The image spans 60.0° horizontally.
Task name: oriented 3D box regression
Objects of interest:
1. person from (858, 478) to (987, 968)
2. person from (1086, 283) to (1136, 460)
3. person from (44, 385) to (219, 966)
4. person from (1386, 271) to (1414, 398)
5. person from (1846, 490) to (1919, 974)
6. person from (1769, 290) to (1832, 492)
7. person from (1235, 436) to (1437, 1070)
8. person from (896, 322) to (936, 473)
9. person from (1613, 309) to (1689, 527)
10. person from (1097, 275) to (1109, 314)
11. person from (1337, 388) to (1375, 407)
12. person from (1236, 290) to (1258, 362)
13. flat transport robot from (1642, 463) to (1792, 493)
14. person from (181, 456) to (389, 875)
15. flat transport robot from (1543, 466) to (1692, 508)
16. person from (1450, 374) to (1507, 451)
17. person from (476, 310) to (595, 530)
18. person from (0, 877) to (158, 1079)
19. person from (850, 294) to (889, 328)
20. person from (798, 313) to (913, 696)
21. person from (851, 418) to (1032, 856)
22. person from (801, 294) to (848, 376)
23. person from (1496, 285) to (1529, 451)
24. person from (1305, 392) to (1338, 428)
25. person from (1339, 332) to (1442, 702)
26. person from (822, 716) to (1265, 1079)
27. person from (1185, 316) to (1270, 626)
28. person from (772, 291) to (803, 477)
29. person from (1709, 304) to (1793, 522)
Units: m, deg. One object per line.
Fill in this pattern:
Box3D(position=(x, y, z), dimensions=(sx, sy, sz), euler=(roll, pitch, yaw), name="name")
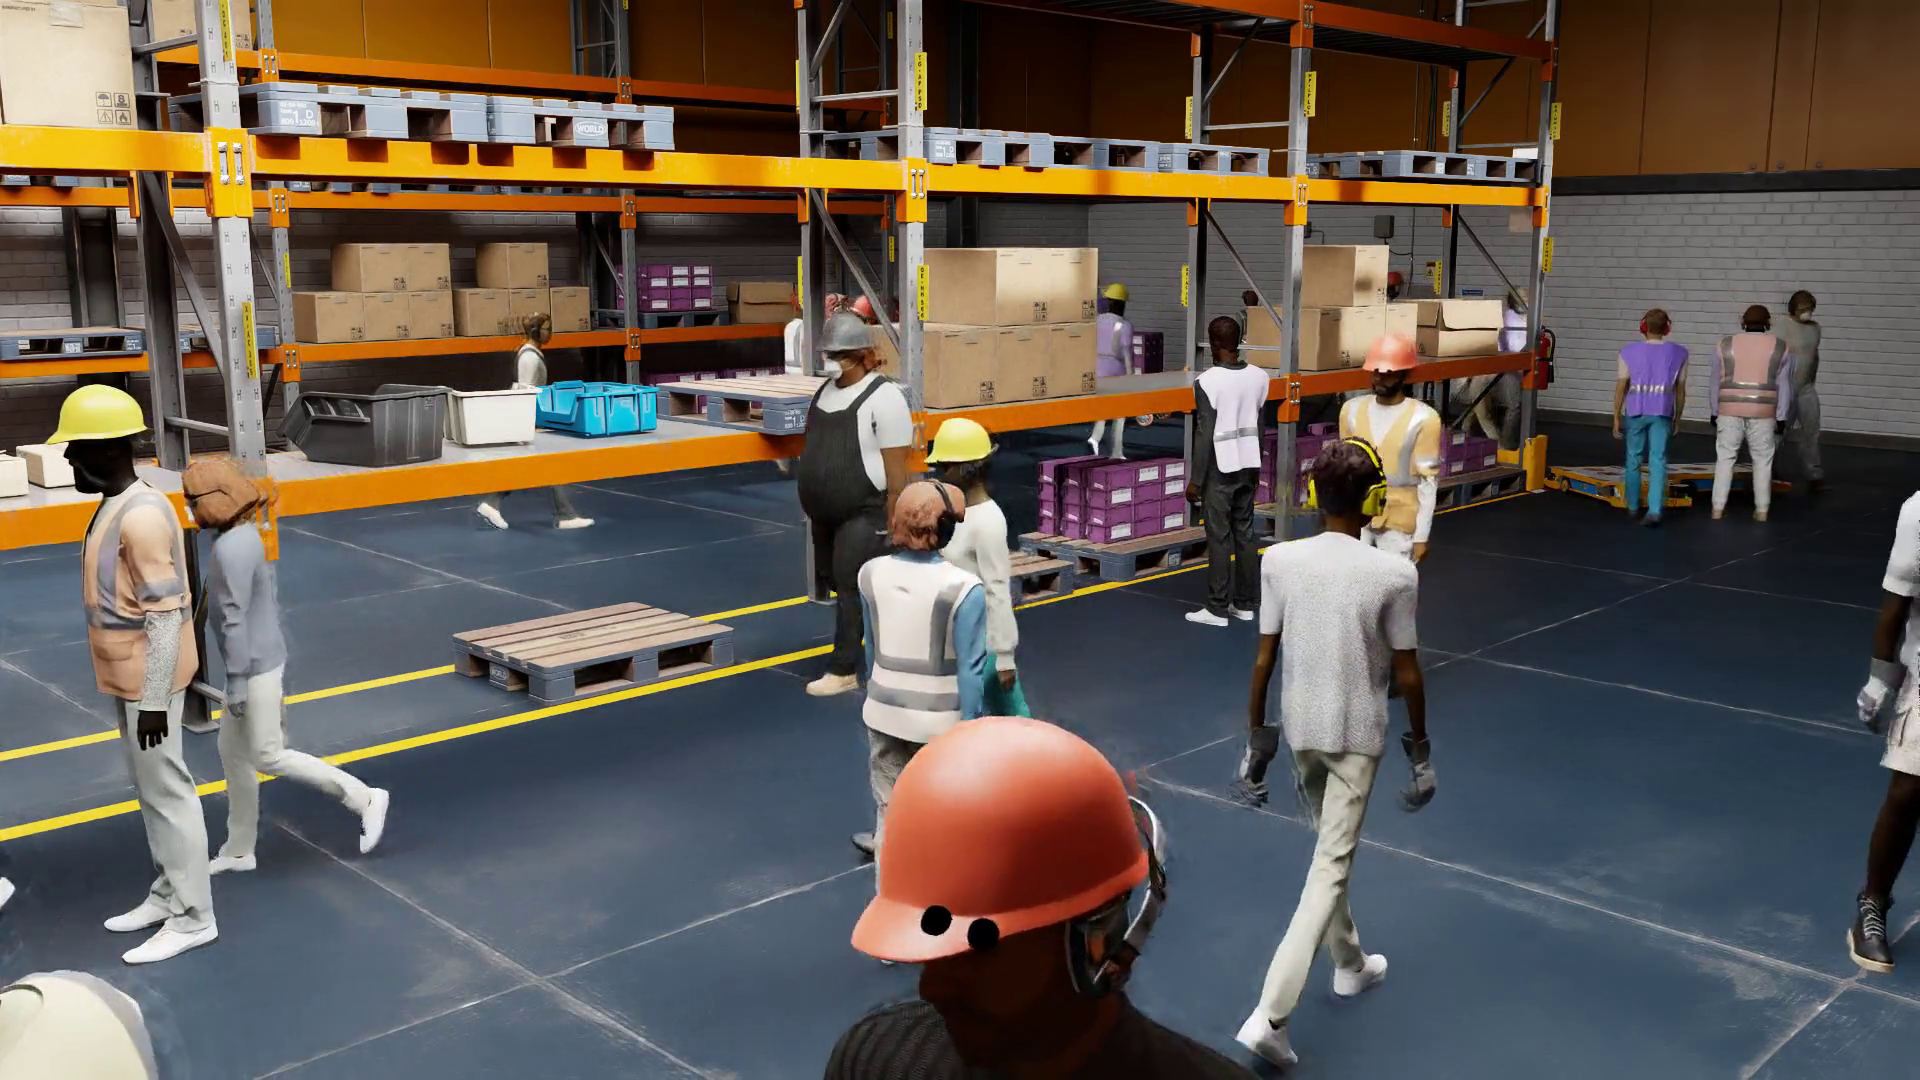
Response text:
Box3D(position=(-0.099, 0.604, 5.505), dimensions=(0.519, 1.623, 0.497), euler=(6, 12, 30), name="person")
Box3D(position=(1.585, -1.729, 17.423), dimensions=(0.464, 1.911, 0.615), euler=(-10, 14, -44), name="person")
Box3D(position=(-2.745, 0.445, 5.525), dimensions=(0.384, 1.924, 0.593), euler=(-7, 13, -34), name="person")
Box3D(position=(5.343, -2.343, 20.639), dimensions=(0.794, 1.962, 0.647), euler=(-6, 12, -28), name="person")
Box3D(position=(3.314, 0.458, 5.476), dimensions=(0.686, 1.929, 0.512), euler=(3, 11, 17), name="person")
Box3D(position=(7.881, -1.378, 15.564), dimensions=(0.694, 1.892, 0.764), euler=(-5, 11, -24), name="person")
Box3D(position=(1.095, 0.612, 4.933), dimensions=(0.538, 1.830, 0.967), euler=(9, 14, 40), name="person")
Box3D(position=(-0.506, -1.571, 16.717), dimensions=(0.529, 1.852, 0.544), euler=(-9, 14, -41), name="person")
Box3D(position=(5.760, -1.019, 13.907), dimensions=(0.565, 1.798, 0.934), euler=(3, 11, 18), name="person")
Box3D(position=(1.904, -2.882, 23.774), dimensions=(0.962, 1.901, 0.563), euler=(10, 14, 42), name="person")
Box3D(position=(4.053, -1.505, 16.827), dimensions=(0.504, 1.689, 0.913), euler=(5, 12, 27), name="person")
Box3D(position=(4.056, -2.674, 23.322), dimensions=(0.523, 1.639, 0.306), euler=(-6, 12, -29), name="person")
Box3D(position=(6.968, -0.579, 15.631), dimensions=(1.431, 0.197, 0.652), euler=(-2, 11, -9), name="flat transport robot")
Box3D(position=(-2.578, 0.476, 6.257), dimensions=(0.681, 1.606, 0.517), euler=(-4, 11, -21), name="person")
Box3D(position=(5.989, -0.501, 15.206), dimensions=(0.652, 0.197, 1.431), euler=(-2, 11, -9), name="flat transport robot")
Box3D(position=(5.370, -1.527, 17.209), dimensions=(0.852, 1.591, 0.514), euler=(8, 13, 37), name="person")
Box3D(position=(-3.513, -0.965, 13.546), dimensions=(0.888, 1.819, 0.523), euler=(-4, 11, -22), name="person")
Box3D(position=(-1.122, 1.156, 1.957), dimensions=(0.448, 1.808, 0.633), euler=(-1, 10, -7), name="person")
Box3D(position=(-0.854, -1.001, 13.355), dimensions=(0.614, 1.955, 0.965), euler=(7, 12, 32), name="person")
Box3D(position=(-0.528, -0.235, 8.928), dimensions=(0.849, 2.000, 0.687), euler=(-10, 14, -44), name="person")
Box3D(position=(0.041, 0.386, 6.431), dimensions=(0.916, 1.716, 0.544), euler=(-1, 10, -8), name="person")
Box3D(position=(-1.075, -1.188, 14.506), dimensions=(0.636, 1.903, 0.405), euler=(9, 14, 42), name="person")
Box3D(position=(5.875, -1.755, 17.638), dimensions=(0.424, 1.892, 0.660), euler=(5, 12, 26), name="person")
Box3D(position=(4.416, -2.046, 19.226), dimensions=(0.886, 1.890, 0.602), euler=(-5, 12, -27), name="person")
Box3D(position=(2.136, -0.097, 8.492), dimensions=(0.583, 1.918, 0.497), euler=(8, 13, 37), name="person")
Box3D(position=(0.143, 1.111, 1.836), dimensions=(0.633, 1.959, 0.890), euler=(6, 12, 28), name="person")
Box3D(position=(1.655, -0.420, 10.286), dimensions=(0.587, 1.913, 0.391), euler=(-8, 13, -36), name="person")
Box3D(position=(-1.586, -1.509, 16.353), dimensions=(0.549, 1.863, 0.595), euler=(-5, 12, -27), name="person")
Box3D(position=(6.661, -1.068, 14.059), dimensions=(0.627, 1.835, 0.431), euler=(5, 11, 24), name="person")
